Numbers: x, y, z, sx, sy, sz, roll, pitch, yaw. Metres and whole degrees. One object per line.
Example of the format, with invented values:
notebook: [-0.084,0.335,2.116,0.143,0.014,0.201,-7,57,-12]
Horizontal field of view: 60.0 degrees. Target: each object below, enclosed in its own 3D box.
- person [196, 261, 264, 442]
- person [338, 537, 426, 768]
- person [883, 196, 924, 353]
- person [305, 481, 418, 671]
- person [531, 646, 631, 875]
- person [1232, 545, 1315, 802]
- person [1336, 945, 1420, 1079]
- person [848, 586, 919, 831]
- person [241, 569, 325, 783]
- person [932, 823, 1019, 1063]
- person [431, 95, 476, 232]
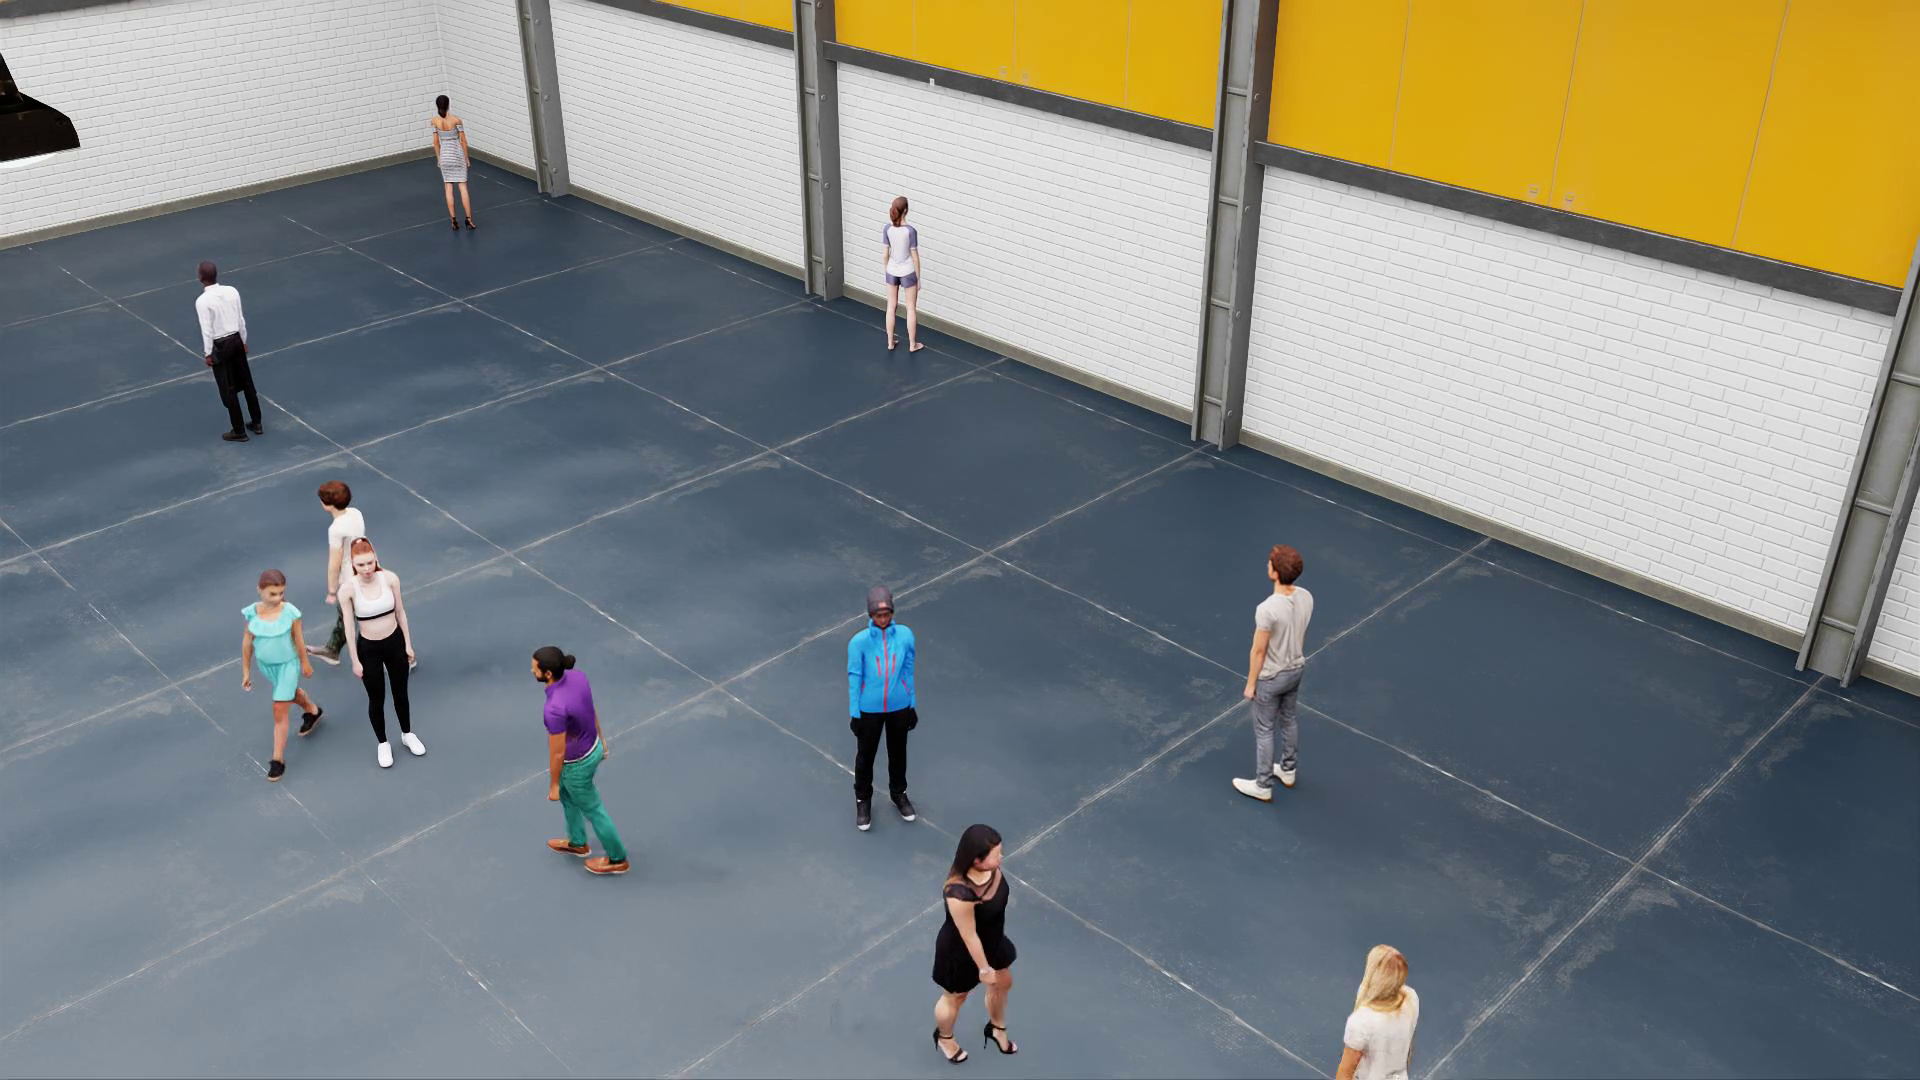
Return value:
person: [-7.251,-1.875,16.459,0.638,1.836,0.697,14,32,24]
person: [-4.073,0.776,11.697,0.617,1.742,0.560,-19,34,-31]
person: [-0.654,-2.965,18.531,0.626,1.767,0.727,9,30,16]
person: [-4.526,0.325,12.663,1.146,1.609,1.064,1,29,1]
person: [-2.311,1.410,10.535,0.963,1.741,0.896,2,29,4]
person: [2.164,0.904,11.307,0.654,1.892,0.561,-22,35,-34]
person: [2.066,2.741,8.035,0.693,1.799,0.783,-17,33,-28]
person: [-0.511,1.095,11.058,0.691,1.794,0.682,-9,30,-16]
person: [-4.793,0.856,11.797,1.084,1.507,1.074,3,29,6]
person: [-0.032,2.215,9.103,0.837,1.700,0.794,9,30,15]
person: [-6.812,-5.062,22.317,0.671,1.822,0.733,0,29,1]
